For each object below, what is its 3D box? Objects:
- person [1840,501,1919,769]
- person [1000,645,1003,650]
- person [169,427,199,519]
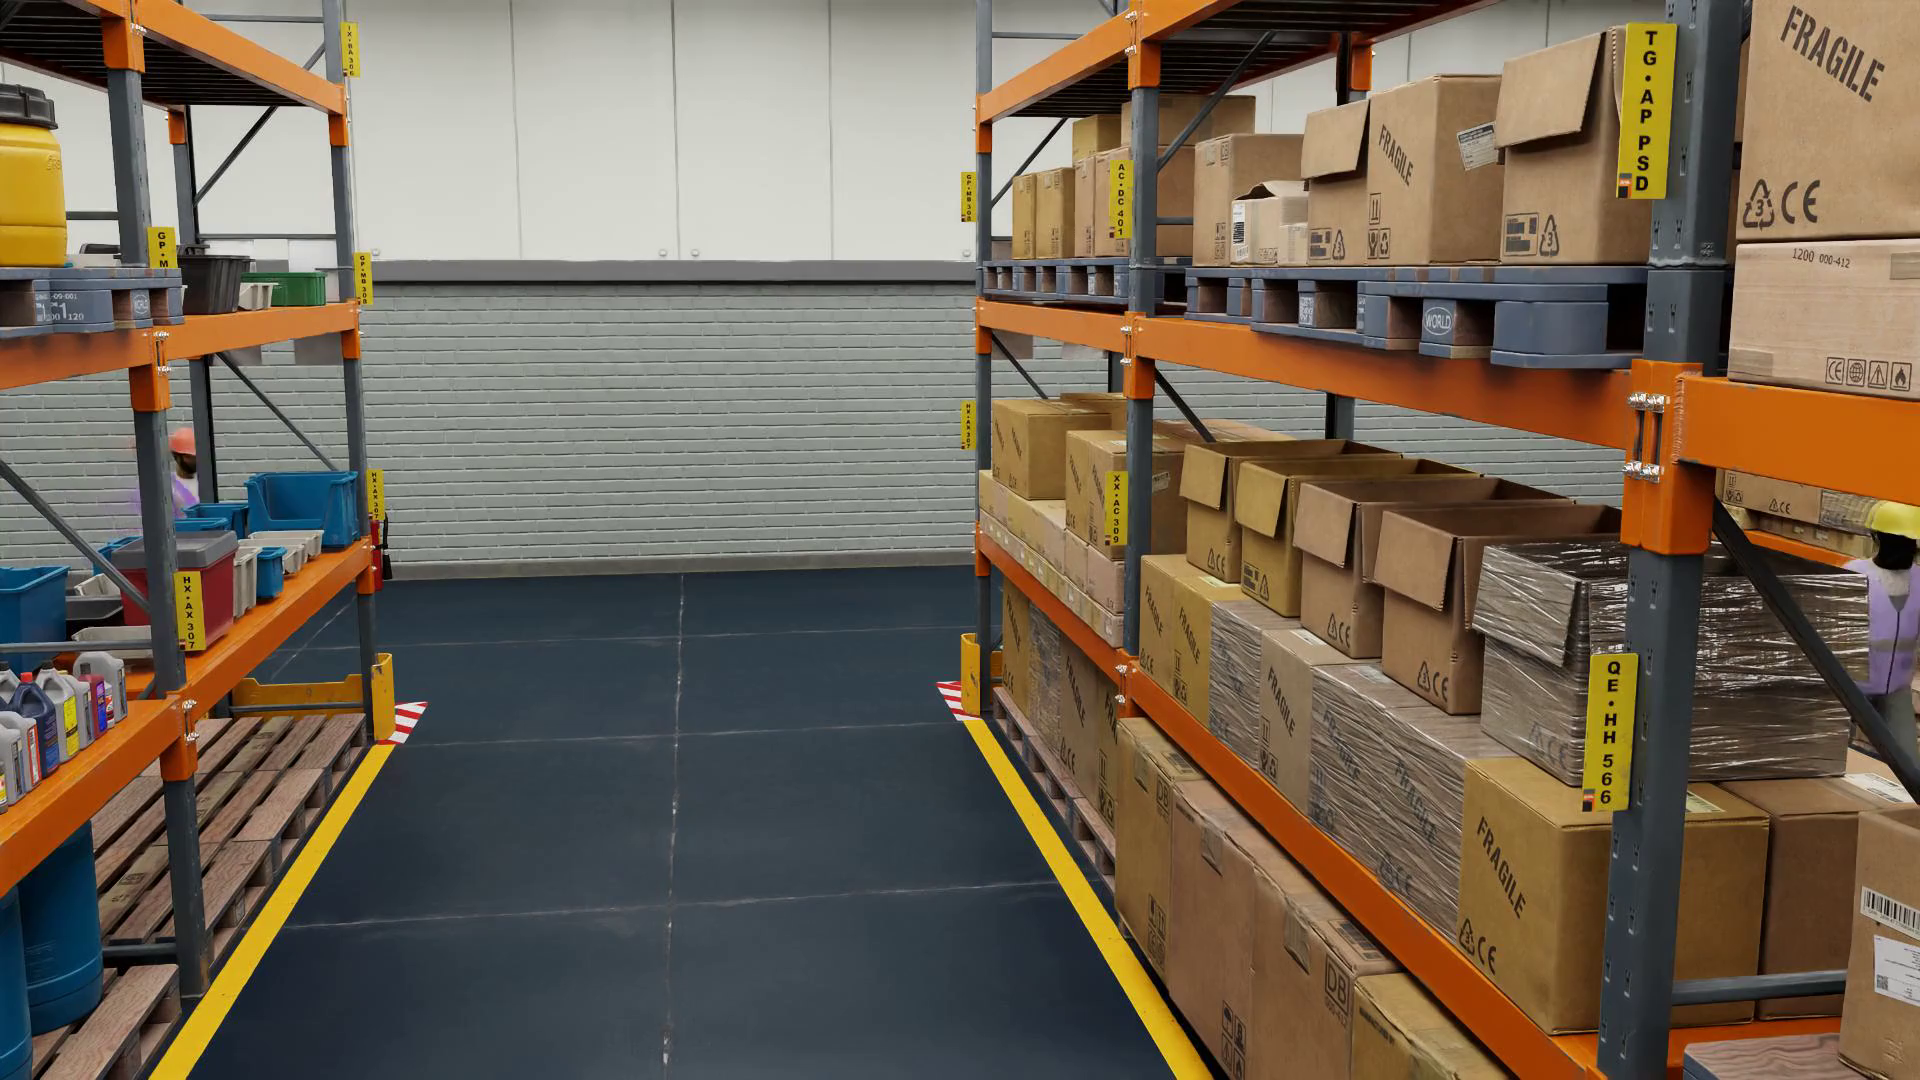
[{"bbox_3d":[4.727,0.730,8.506,0.591,1.876,0.982,-1,9,-7],"label":"person"},{"bbox_3d":[0.493,0.110,13.061,0.313,1.636,0.517,-2,9,-14],"label":"person"},{"bbox_3d":[-5.563,0.146,11.976,0.522,1.923,0.554,2,9,12],"label":"person"}]
